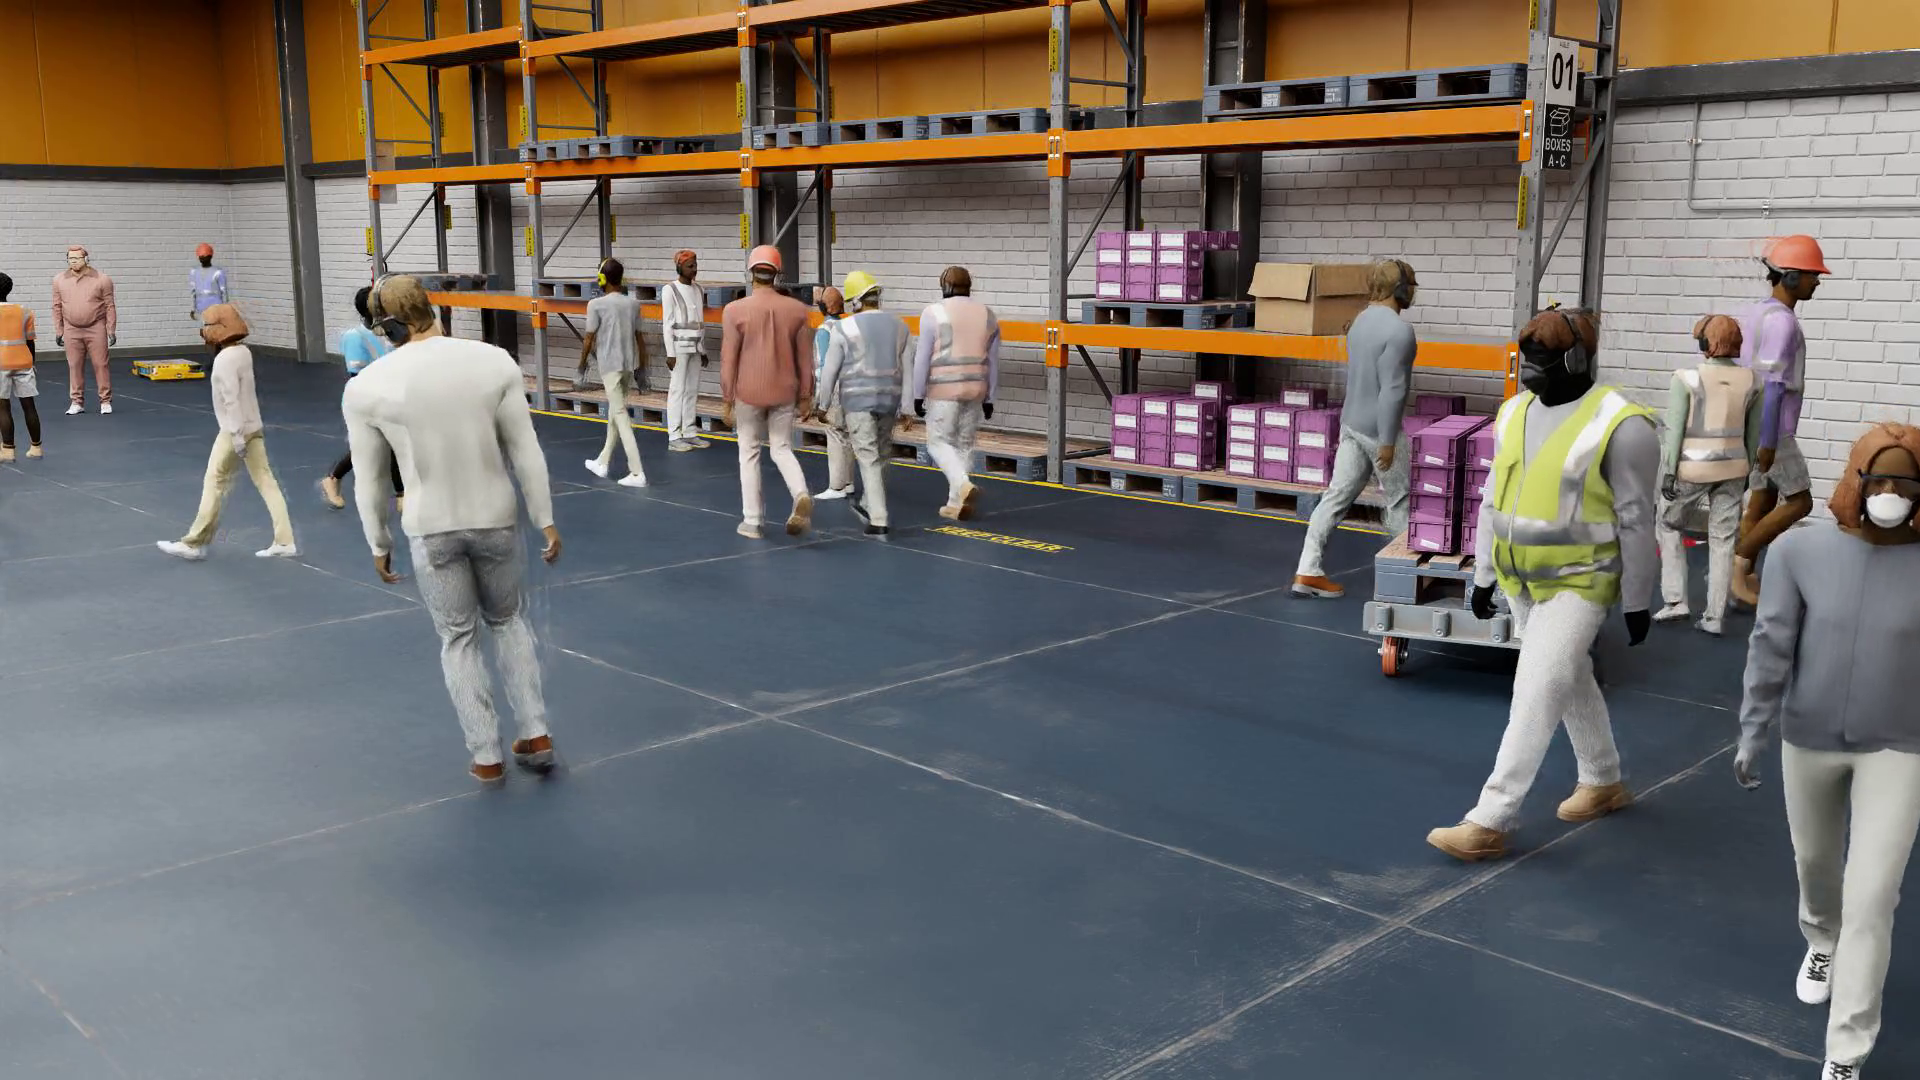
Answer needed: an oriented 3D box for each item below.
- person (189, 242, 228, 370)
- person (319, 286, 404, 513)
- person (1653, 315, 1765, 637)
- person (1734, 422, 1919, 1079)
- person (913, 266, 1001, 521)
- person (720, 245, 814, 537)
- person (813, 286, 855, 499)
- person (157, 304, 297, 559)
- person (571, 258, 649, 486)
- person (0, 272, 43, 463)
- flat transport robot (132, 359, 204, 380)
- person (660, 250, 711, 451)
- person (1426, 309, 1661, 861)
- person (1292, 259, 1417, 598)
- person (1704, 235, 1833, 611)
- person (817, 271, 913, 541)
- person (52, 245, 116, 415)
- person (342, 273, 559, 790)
[{"bbox_3d":[-11.326,-3.537,25.179,0.539,1.919,0.748,0,10,2],"label":"person"},{"bbox_3d":[-4.296,-1.007,12.053,0.757,1.668,0.536,3,11,16],"label":"person"},{"bbox_3d":[3.793,-0.332,8.479,0.540,1.621,0.495,-1,10,-3],"label":"person"},{"bbox_3d":[2.206,0.493,4.081,0.496,1.594,0.858,8,13,37],"label":"person"},{"bbox_3d":[0.022,-1.002,11.657,0.666,1.815,0.660,-6,12,-29],"label":"person"},{"bbox_3d":[-1.249,-0.956,10.985,0.637,1.968,0.723,-5,12,-27],"label":"person"},{"bbox_3d":[-0.969,-1.126,12.787,0.315,1.636,0.514,3,11,16],"label":"person"},{"bbox_3d":[-4.595,-0.661,10.368,0.839,1.596,0.507,0,10,-2],"label":"person"},{"bbox_3d":[-2.887,-1.365,13.558,0.935,1.825,0.536,8,13,38],"label":"person"},{"bbox_3d":[-8.524,-1.543,14.893,0.319,1.695,0.538,6,12,32],"label":"person"},{"bbox_3d":[-11.266,-2.432,23.634,0.652,0.197,1.431,-8,13,-36],"label":"flat transport robot"},{"bbox_3d":[-2.586,-1.786,15.708,0.337,1.882,0.585,5,12,26],"label":"person"},{"bbox_3d":[1.962,0.134,5.525,0.994,1.789,0.628,-5,11,-24],"label":"person"},{"bbox_3d":[2.313,-0.602,9.236,1.007,1.892,0.648,-3,11,-15],"label":"person"},{"bbox_3d":[4.340,-0.595,8.845,0.413,2.026,0.607,2,11,13],"label":"person"},{"bbox_3d":[-0.664,-0.920,11.282,0.584,1.771,0.881,-7,12,-32],"label":"person"},{"bbox_3d":[-9.901,-2.365,18.810,0.651,1.906,0.401,-2,11,-13],"label":"person"},{"bbox_3d":[-1.854,-0.023,6.095,0.712,1.886,0.469,-4,11,-23],"label":"person"}]
